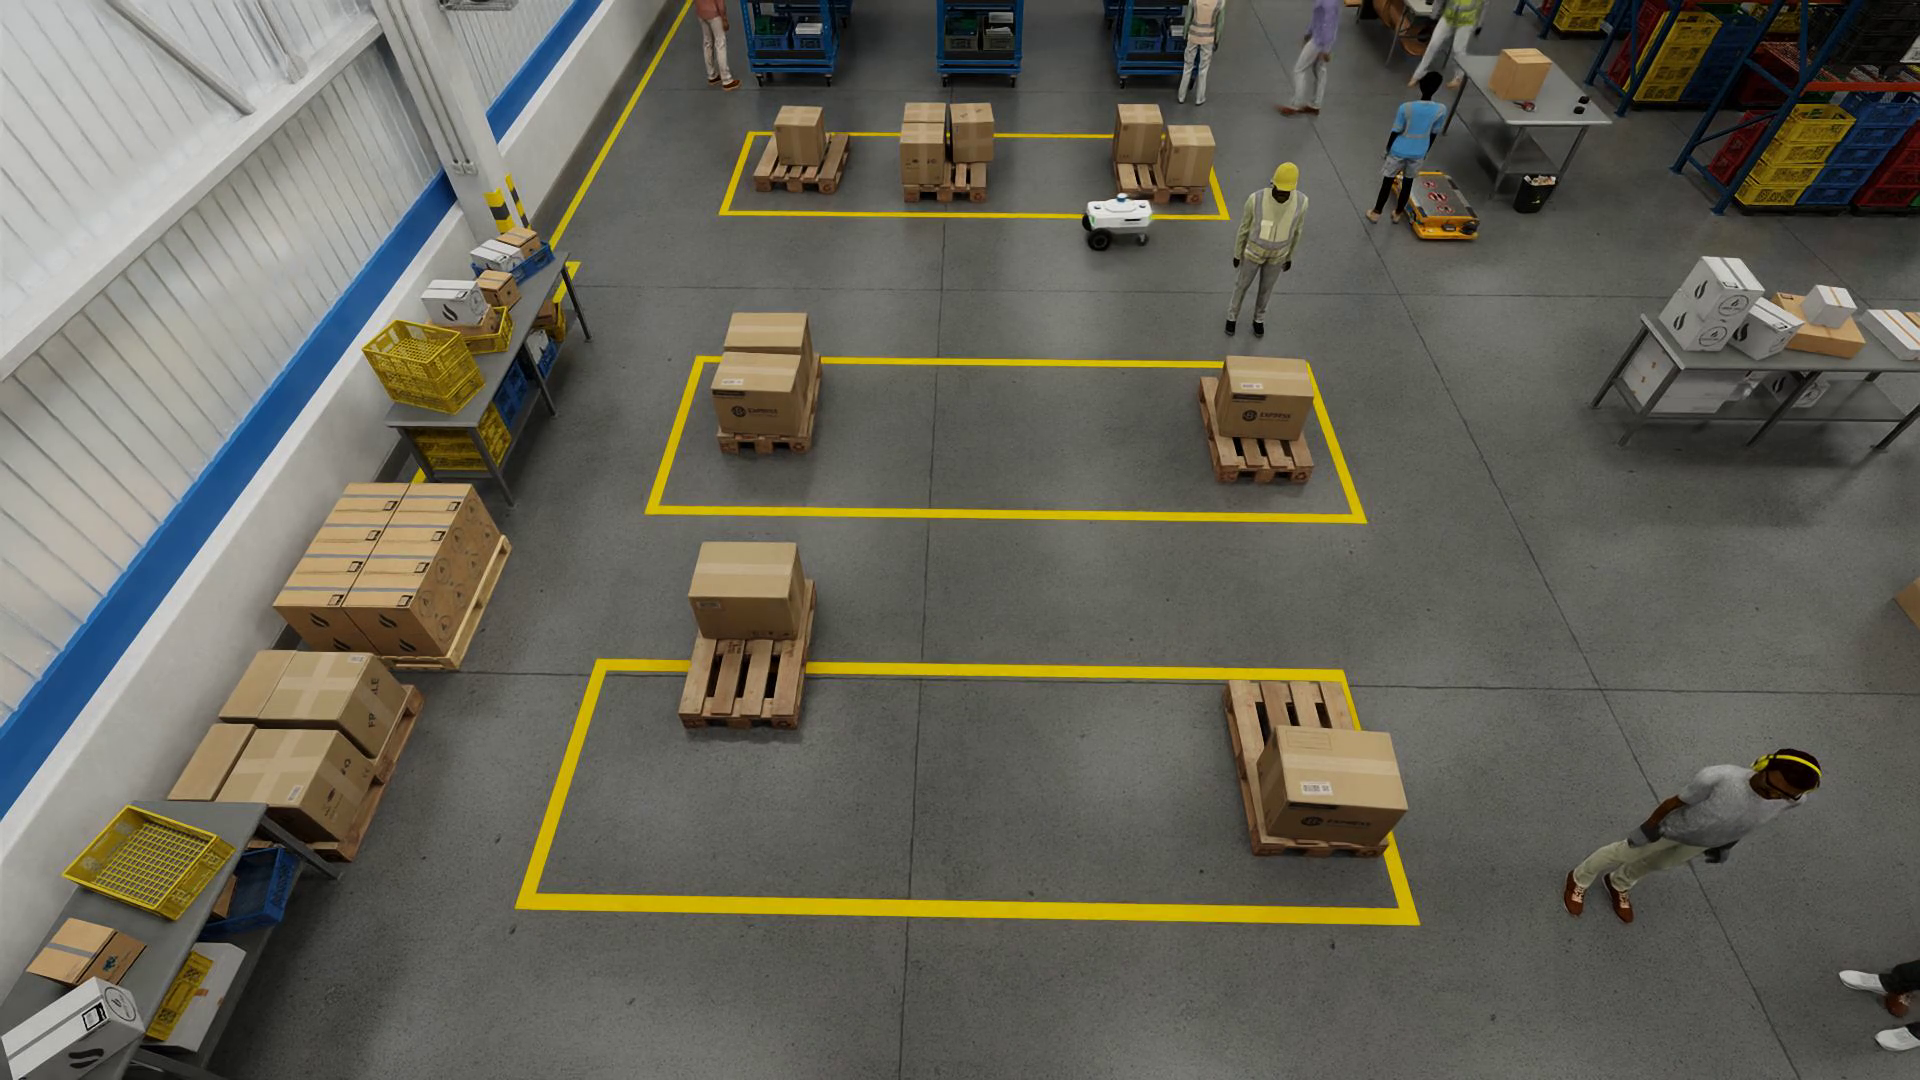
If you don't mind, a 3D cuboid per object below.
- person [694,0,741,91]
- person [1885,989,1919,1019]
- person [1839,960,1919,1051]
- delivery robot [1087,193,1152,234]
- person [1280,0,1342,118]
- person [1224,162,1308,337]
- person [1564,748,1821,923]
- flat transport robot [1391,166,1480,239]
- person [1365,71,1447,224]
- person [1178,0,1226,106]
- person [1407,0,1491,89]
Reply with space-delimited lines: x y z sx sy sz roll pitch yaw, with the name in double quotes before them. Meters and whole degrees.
"person" -3.449 -7.359 12.764 0.610 1.985 0.415 31 56 24
"person" 5.784 2.053 4.697 0.786 1.874 0.415 -1 49 -1
"person" 5.391 2.123 4.595 0.383 1.918 0.597 1 49 1
"delivery robot" 1.820 -3.717 10.486 0.707 0.478 0.477 -3 49 -2
"person" 4.775 -6.620 12.178 0.495 1.913 0.633 20 52 16
"person" 2.963 -2.798 8.918 0.592 1.827 0.403 3 49 3
"person" 4.014 1.640 5.051 0.521 1.864 0.334 9 50 8
"flat transport robot" 5.692 -4.094 11.059 0.652 0.197 1.431 1 49 1
"person" 5.068 -4.408 10.391 0.536 1.699 0.321 4 49 3
"person" 3.282 -6.809 12.508 0.517 1.639 0.314 15 51 13
"person" 6.954 -7.294 12.823 0.720 1.819 0.607 32 56 25
